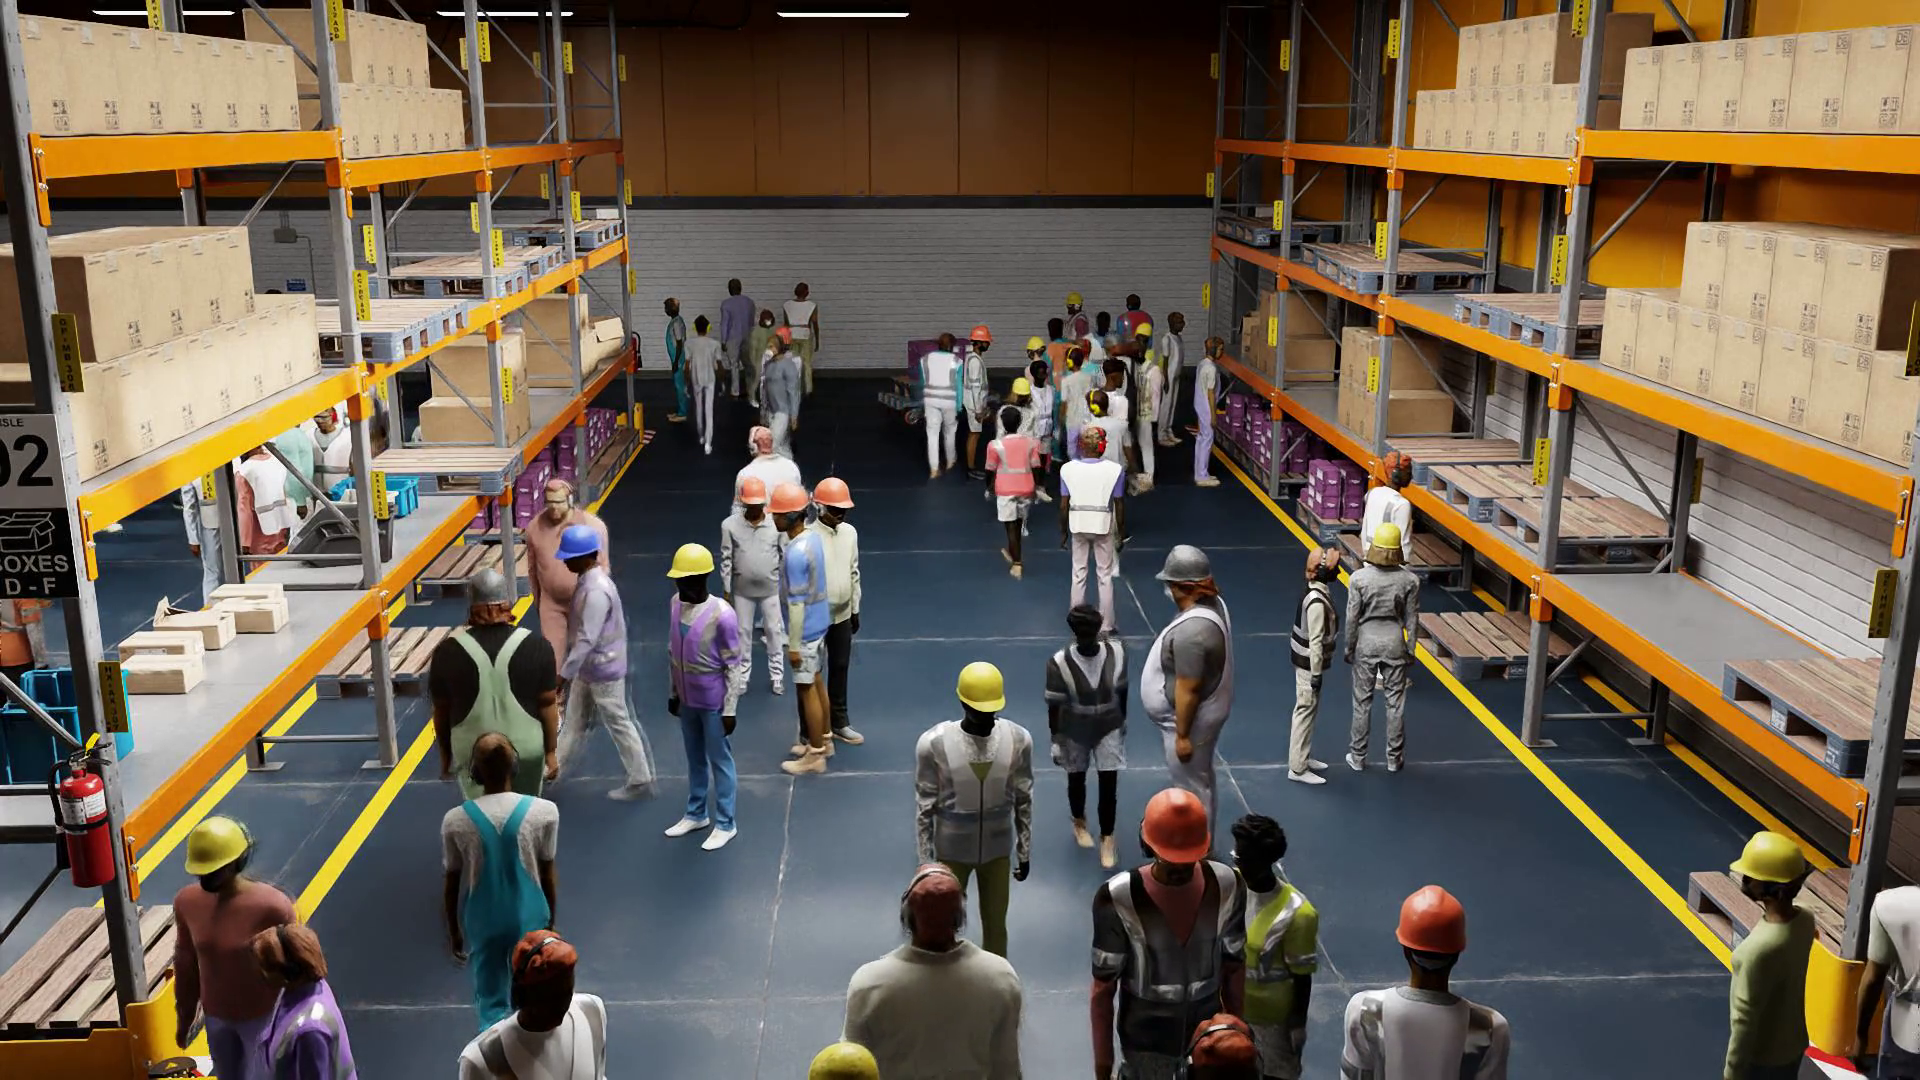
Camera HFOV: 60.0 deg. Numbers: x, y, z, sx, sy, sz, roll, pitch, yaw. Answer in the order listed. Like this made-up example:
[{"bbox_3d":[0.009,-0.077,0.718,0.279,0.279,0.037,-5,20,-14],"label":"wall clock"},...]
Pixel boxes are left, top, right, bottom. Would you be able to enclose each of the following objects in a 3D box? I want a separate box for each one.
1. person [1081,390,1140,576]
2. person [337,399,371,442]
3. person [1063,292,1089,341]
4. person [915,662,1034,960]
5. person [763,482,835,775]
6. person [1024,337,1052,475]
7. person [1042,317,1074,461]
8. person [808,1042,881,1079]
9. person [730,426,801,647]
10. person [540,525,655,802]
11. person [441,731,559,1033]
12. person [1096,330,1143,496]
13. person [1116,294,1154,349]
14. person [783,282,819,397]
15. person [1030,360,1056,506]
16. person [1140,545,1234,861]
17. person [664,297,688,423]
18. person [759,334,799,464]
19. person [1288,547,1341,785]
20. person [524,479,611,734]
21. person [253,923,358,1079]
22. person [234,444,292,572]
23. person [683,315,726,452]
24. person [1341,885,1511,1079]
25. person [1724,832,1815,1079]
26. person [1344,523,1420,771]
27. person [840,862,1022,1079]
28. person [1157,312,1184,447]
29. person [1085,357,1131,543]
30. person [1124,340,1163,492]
[{"bbox_3d":[1.429,-0.599,16.501,0.598,1.825,0.808,-5,15,-19],"label":"person"},{"bbox_3d":[-6.858,-1.205,18.756,0.353,1.886,0.573,2,14,10],"label":"person"},{"bbox_3d":[1.769,-2.875,25.441,0.403,1.825,0.593,-1,14,-4],"label":"person"},{"bbox_3d":[0.081,1.497,8.093,0.591,1.918,0.397,-3,15,-12],"label":"person"},{"bbox_3d":[-1.110,0.602,11.386,0.434,2.031,0.610,2,14,6],"label":"person"},{"bbox_3d":[0.949,-1.652,20.752,0.331,1.768,0.527,11,18,36],"label":"person"},{"bbox_3d":[1.315,-1.946,21.655,0.602,1.898,0.474,-12,18,-38],"label":"person"},{"bbox_3d":[-0.364,2.344,5.134,0.321,1.737,0.483,2,14,8],"label":"person"},{"bbox_3d":[-1.720,-0.042,14.201,0.761,1.881,0.642,11,18,38],"label":"person"},{"bbox_3d":[-2.450,0.832,10.744,0.957,1.895,0.624,-6,15,-22],"label":"person"},{"bbox_3d":[-2.017,1.742,7.388,0.519,1.800,0.939,-3,15,-13],"label":"person"},{"bbox_3d":[1.870,-1.490,19.569,0.723,2.000,0.689,11,18,37],"label":"person"},{"bbox_3d":[2.595,-2.778,25.044,0.638,1.836,0.430,-7,16,-26],"label":"person"},{"bbox_3d":[-2.557,-3.213,26.749,0.579,1.833,0.395,2,14,8],"label":"person"},{"bbox_3d":[0.901,-1.250,19.311,0.539,1.695,0.318,-10,18,-35],"label":"person"},{"bbox_3d":[1.328,0.997,9.806,0.536,2.000,0.689,6,15,21],"label":"person"},{"bbox_3d":[-4.195,-2.659,24.553,0.345,1.845,0.508,-3,15,-13],"label":"person"},{"bbox_3d":[-2.252,-1.480,19.764,0.738,1.918,0.655,-9,17,-32],"label":"person"},{"bbox_3d":[2.392,0.839,11.247,0.317,1.629,0.508,2,15,10],"label":"person"},{"bbox_3d":[-2.905,0.427,12.427,0.637,1.859,0.969,-1,14,-2],"label":"person"},{"bbox_3d":[-2.359,2.151,6.094,0.319,1.631,0.519,-7,16,-25],"label":"person"},{"bbox_3d":[-5.948,-0.064,14.247,0.410,1.908,0.598,3,15,11],"label":"person"},{"bbox_3d":[-3.457,-2.122,22.505,0.554,1.823,0.992,-1,14,-5],"label":"person"},{"bbox_3d":[1.567,2.102,5.699,0.543,1.929,0.386,5,15,20],"label":"person"},{"bbox_3d":[3.125,1.978,6.526,0.530,1.760,0.341,-13,19,-41],"label":"person"},{"bbox_3d":[2.885,0.734,11.431,0.493,1.743,0.311,2,14,6],"label":"person"},{"bbox_3d":[-0.115,2.050,5.983,0.653,1.880,0.807,-4,15,-17],"label":"person"},{"bbox_3d":[2.898,-2.203,22.757,0.336,1.844,0.508,8,16,28],"label":"person"},{"bbox_3d":[1.578,-0.955,17.619,0.364,1.962,0.611,-10,18,-36],"label":"person"},{"bbox_3d":[2.131,-1.493,20.007,0.636,1.832,0.431,13,19,41],"label":"person"}]
